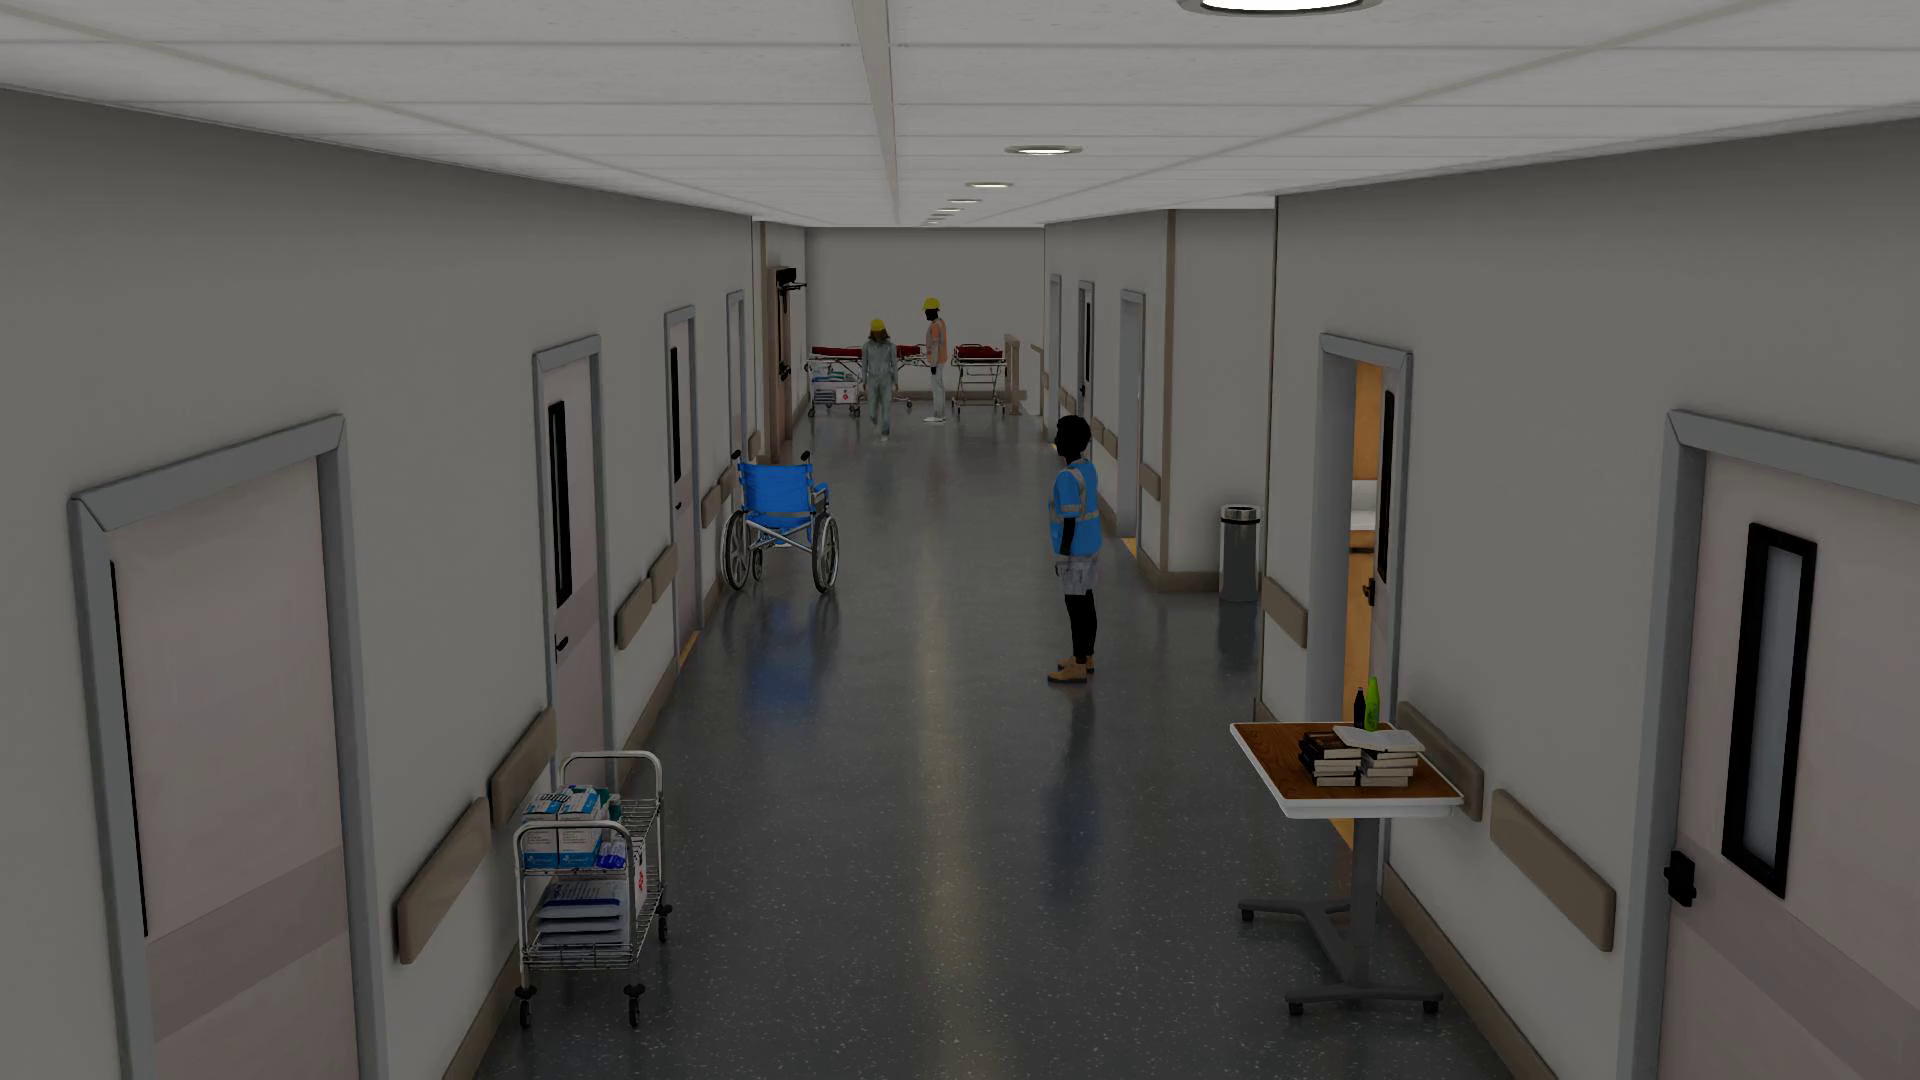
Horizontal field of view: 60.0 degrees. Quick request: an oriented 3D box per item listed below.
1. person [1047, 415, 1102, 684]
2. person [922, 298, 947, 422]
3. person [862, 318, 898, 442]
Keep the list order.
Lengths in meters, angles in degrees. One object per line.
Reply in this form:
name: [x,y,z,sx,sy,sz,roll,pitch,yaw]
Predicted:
person: [0.722,0.058,10.494,0.322,1.697,0.534,4,11,20]
person: [-0.396,-2.775,25.672,0.393,1.918,0.585,1,10,6]
person: [-1.110,-2.238,23.216,0.509,1.721,0.549,1,10,4]
